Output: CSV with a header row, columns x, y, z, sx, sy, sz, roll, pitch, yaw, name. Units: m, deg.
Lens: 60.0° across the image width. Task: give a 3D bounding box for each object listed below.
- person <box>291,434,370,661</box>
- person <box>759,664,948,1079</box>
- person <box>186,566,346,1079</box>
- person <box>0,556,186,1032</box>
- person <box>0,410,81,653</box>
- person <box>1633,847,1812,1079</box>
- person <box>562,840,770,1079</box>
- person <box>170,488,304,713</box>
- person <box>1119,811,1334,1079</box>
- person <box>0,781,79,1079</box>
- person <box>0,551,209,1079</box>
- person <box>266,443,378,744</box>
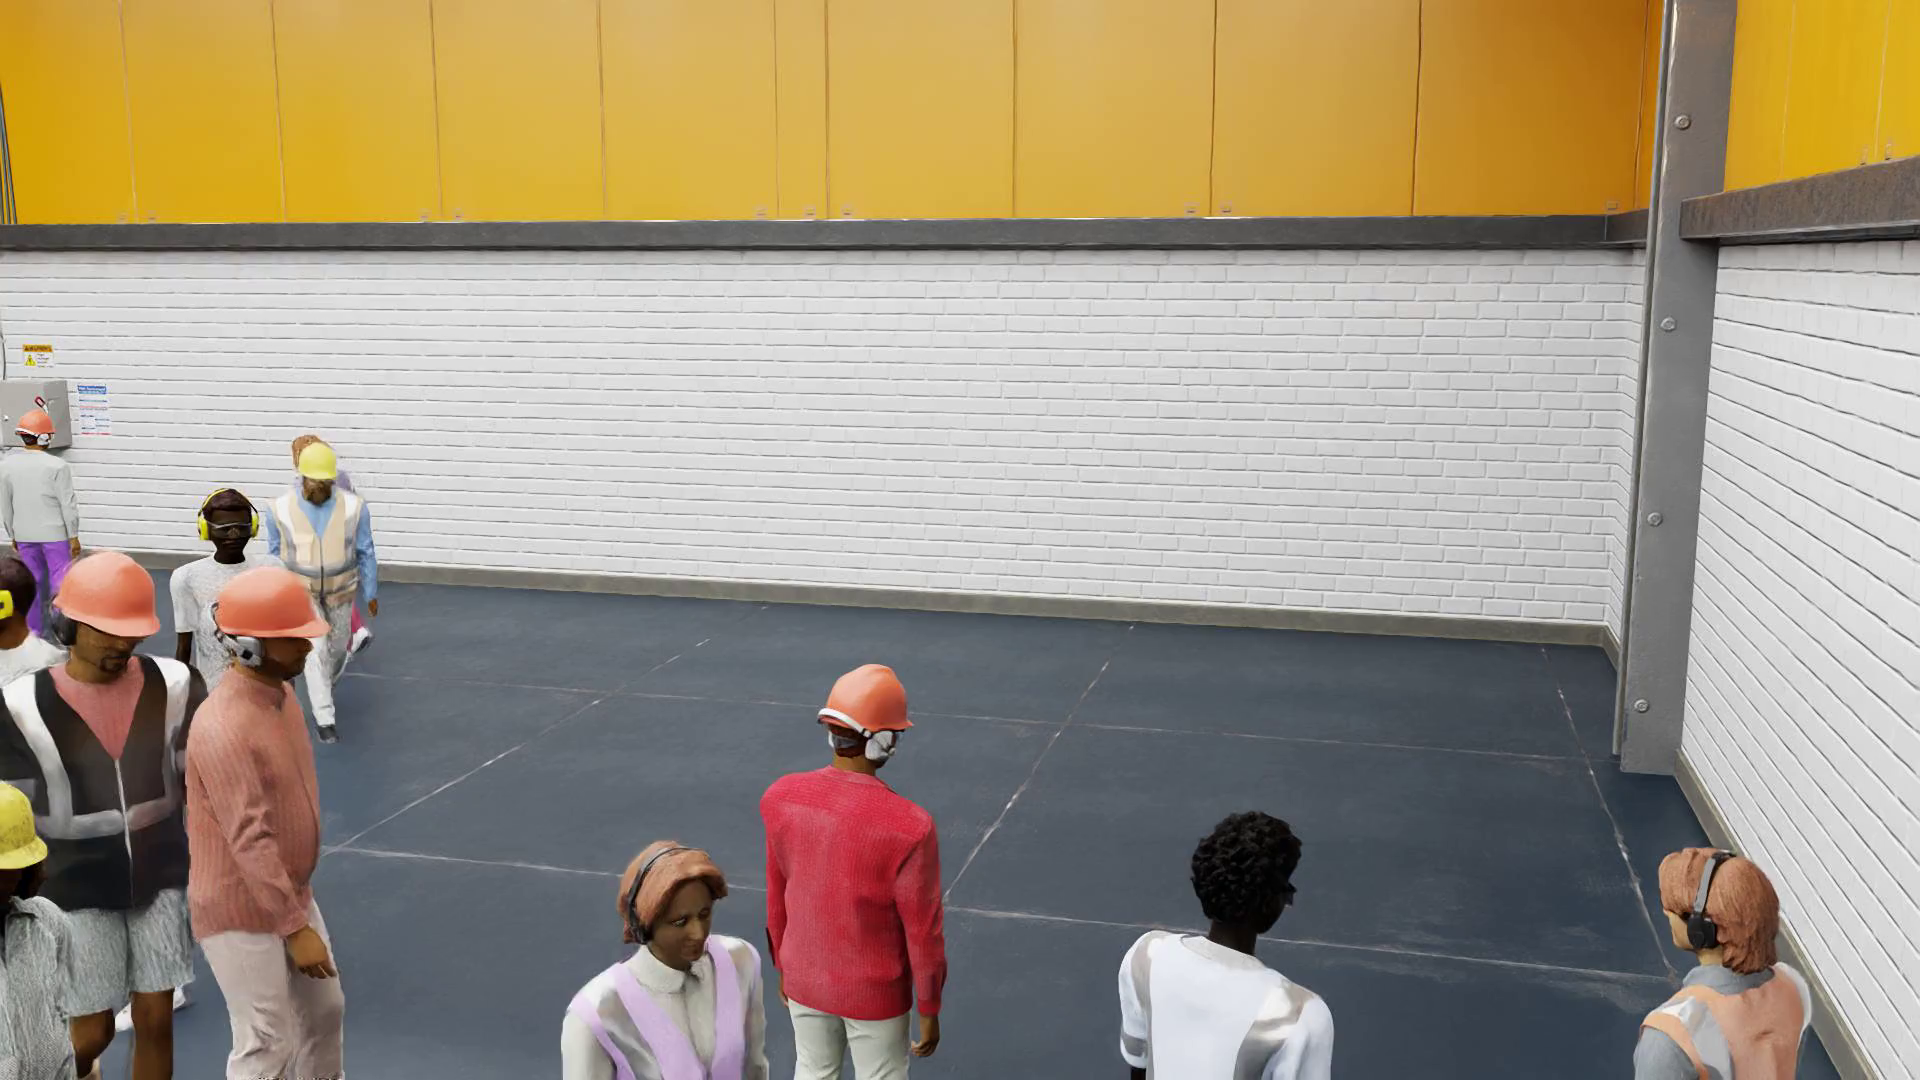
x,y,z,sx,sy,sz,roll,pitch,yaw,name
-4.429,0.062,11.619,0.353,1.615,0.532,5,11,26,person
-0.276,1.199,4.607,0.573,1.738,0.352,5,11,29,person
-1.970,1.044,4.824,0.454,1.974,0.612,0,10,-2,person
-3.278,0.955,5.867,0.994,1.812,0.530,-8,12,-39,person
-6.578,-0.058,11.957,0.561,1.752,0.327,1,10,7,person
1.568,1.443,3.489,0.519,1.634,0.315,-6,11,-32,person
-0.603,1.435,3.560,0.357,1.633,0.541,8,13,40,person
-3.101,0.697,7.182,0.312,1.866,0.538,9,13,41,person
0.563,1.403,3.556,0.322,1.686,0.539,-9,13,-44,person
-2.086,1.364,3.635,0.304,1.739,0.485,2,10,12,person
-2.529,1.008,4.952,0.615,2.012,0.590,-8,13,-41,person
-3.831,0.271,10.002,0.598,1.781,0.847,-5,11,-26,person
